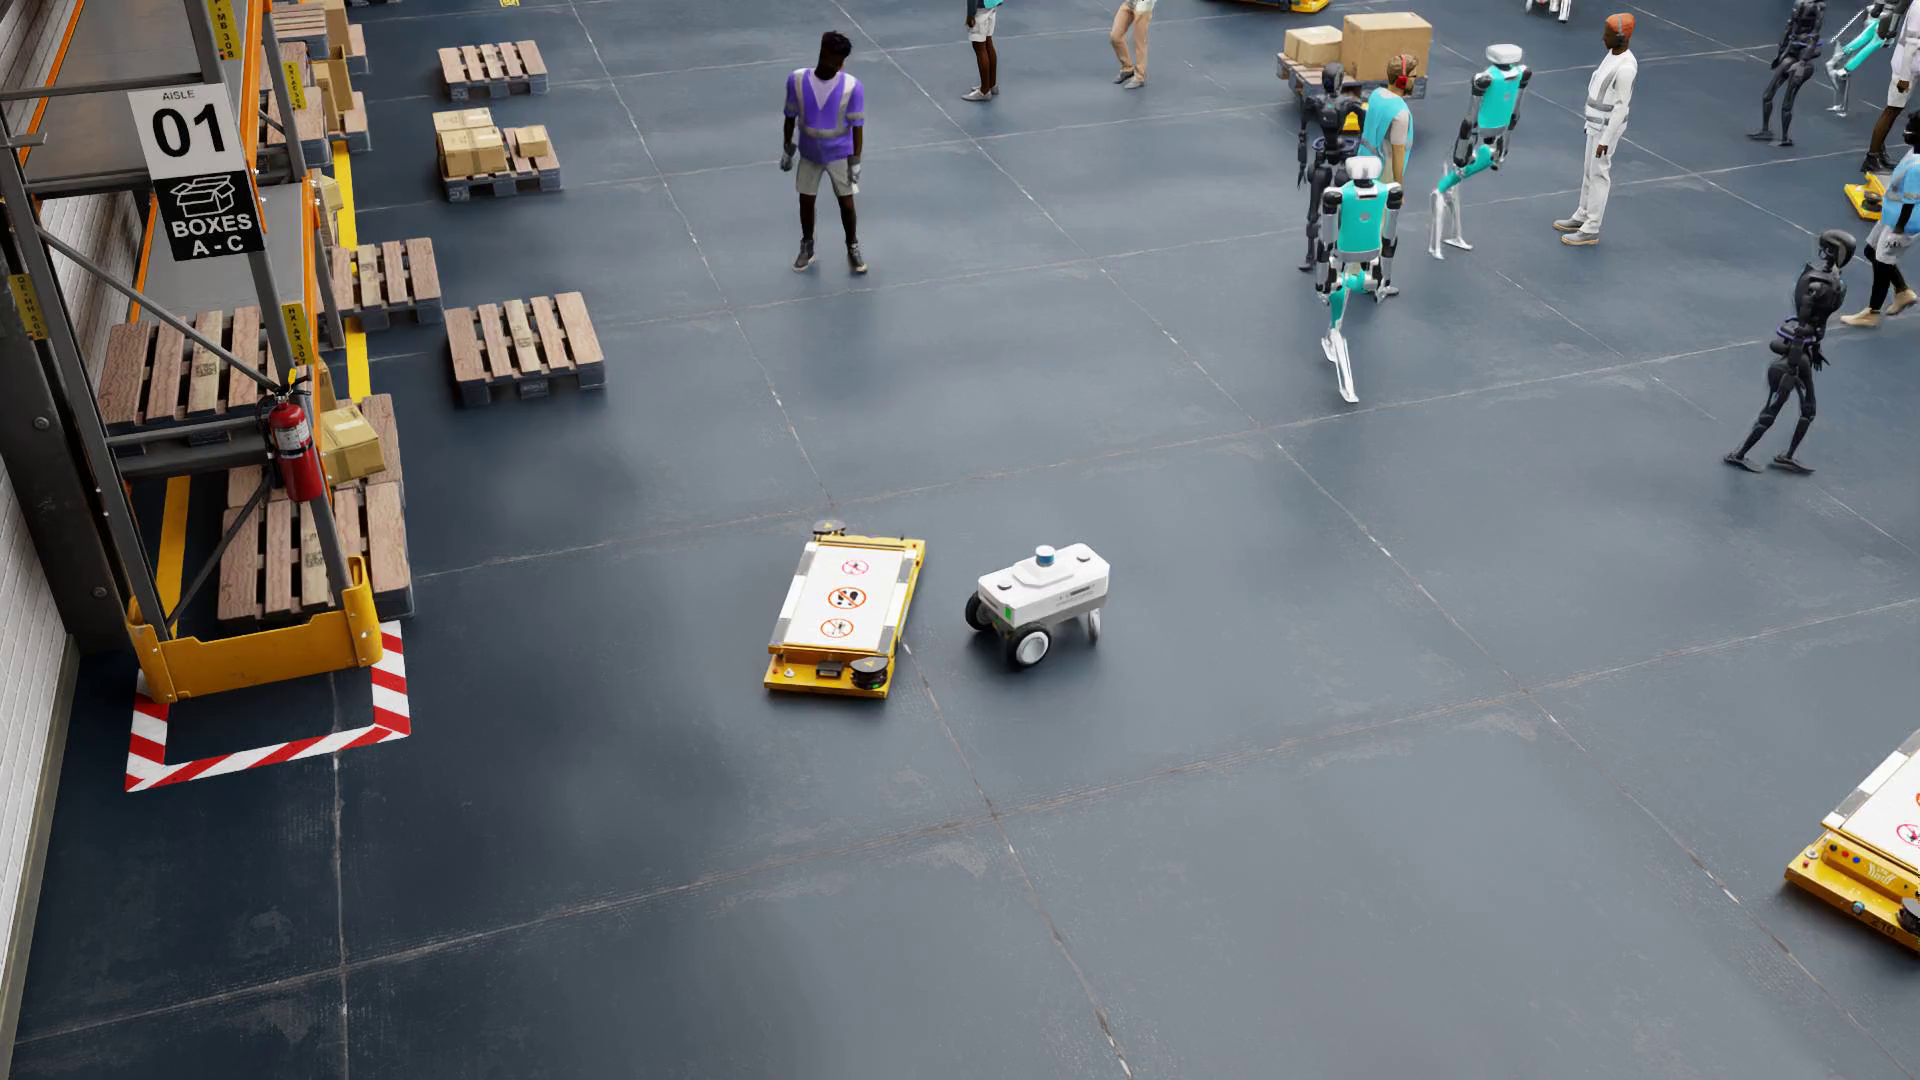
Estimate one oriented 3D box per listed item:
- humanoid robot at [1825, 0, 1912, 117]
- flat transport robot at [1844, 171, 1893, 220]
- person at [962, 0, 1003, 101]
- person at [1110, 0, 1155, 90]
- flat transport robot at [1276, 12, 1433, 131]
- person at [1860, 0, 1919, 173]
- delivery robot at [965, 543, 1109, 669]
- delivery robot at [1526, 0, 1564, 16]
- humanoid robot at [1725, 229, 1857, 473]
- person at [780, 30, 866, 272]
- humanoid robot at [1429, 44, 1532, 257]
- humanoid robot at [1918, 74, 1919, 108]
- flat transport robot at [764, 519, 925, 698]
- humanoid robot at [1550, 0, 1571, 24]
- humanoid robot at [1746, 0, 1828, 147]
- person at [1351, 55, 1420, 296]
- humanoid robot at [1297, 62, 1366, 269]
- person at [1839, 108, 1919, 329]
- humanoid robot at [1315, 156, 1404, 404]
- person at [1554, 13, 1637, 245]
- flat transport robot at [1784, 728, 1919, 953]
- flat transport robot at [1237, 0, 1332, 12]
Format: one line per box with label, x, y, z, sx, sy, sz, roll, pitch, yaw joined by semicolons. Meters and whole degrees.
humanoid robot;8.801;-4.973;16.187;0.695;1.834;0.534;0;33;1
flat transport robot;8.474;-2.914;14.328;1.431;0.231;0.659;6;34;10
person;0.196;-5.336;16.535;0.472;1.924;0.547;11;35;17
person;1.762;-5.384;16.851;0.422;1.649;0.464;-21;38;-28
flat transport robot;3.884;-4.428;16.649;0.659;0.231;1.431;-5;33;-8
person;8.481;-4.204;14.781;0.371;1.934;0.550;22;39;30
delivery robot;0.447;0.300;9.115;0.742;0.570;0.499;-18;37;-26
delivery robot;6.941;-6.552;19.634;0.499;0.581;0.774;15;36;21
humanoid robot;5.246;-1.138;10.323;0.602;1.637;0.584;23;40;31
person;-1.062;-3.022;12.968;0.668;1.926;0.368;6;34;9
humanoid robot;4.071;-3.136;13.341;0.538;1.795;0.703;-15;36;-22
humanoid robot;9.557;-4.846;15.955;0.545;1.796;0.697;-5;33;-7
flat transport robot;-0.621;0.365;9.299;0.659;0.231;1.431;4;33;6
humanoid robot;6.905;-6.731;18.837;0.540;1.718;0.996;6;34;9
humanoid robot;7.733;-4.480;15.439;0.398;1.658;0.585;-1;33;-2
person;3.217;-2.777;12.673;0.388;1.845;0.564;-6;34;-9
humanoid robot;2.967;-2.968;13.161;0.607;1.647;0.660;21;39;29
person;6.862;-2.316;12.106;0.419;1.680;0.537;16;36;23
humanoid robot;2.631;-1.865;11.418;0.559;1.755;1.043;-2;33;-3
person;5.200;-3.328;13.483;0.355;1.886;0.573;4;33;7
flat transport robot;4.523;1.362;7.770;1.431;0.231;0.659;-26;41;-33
flat transport robot;3.694;-6.569;19.934;1.431;0.231;0.659;17;37;24
